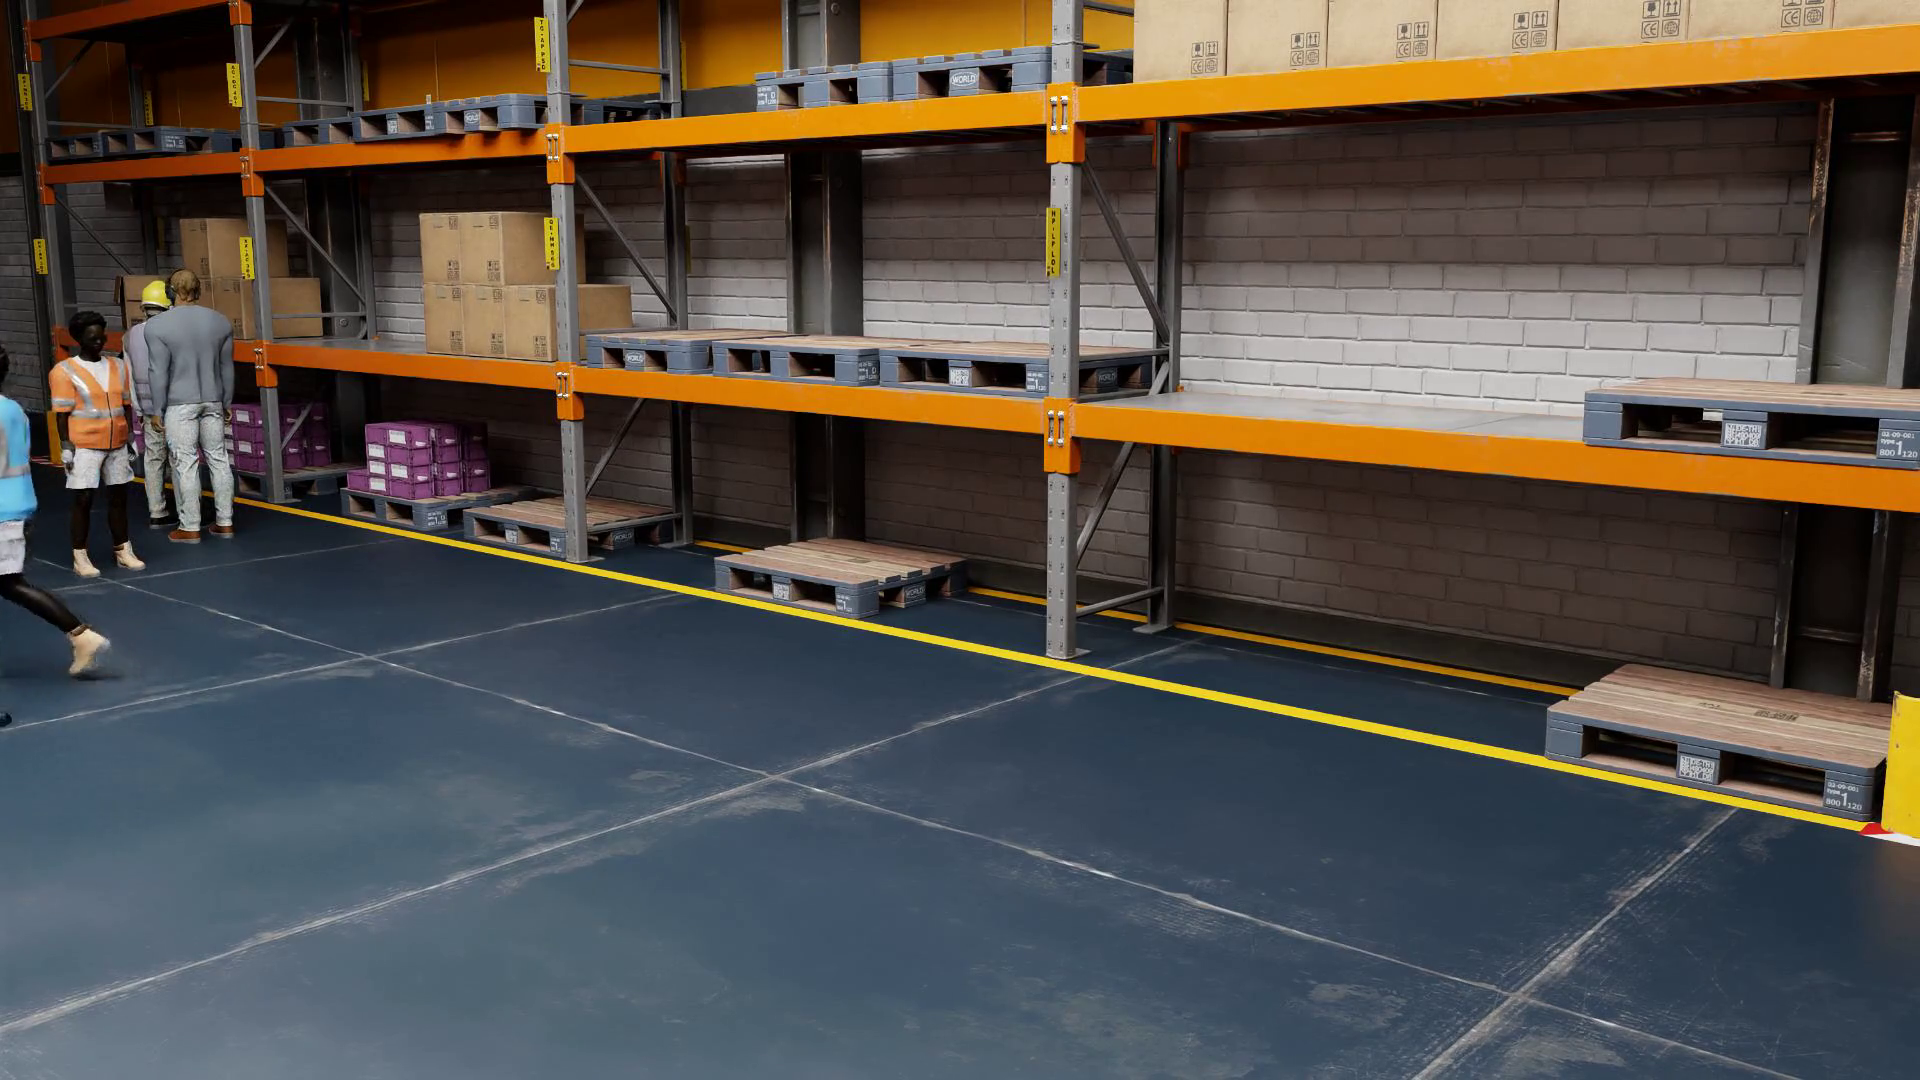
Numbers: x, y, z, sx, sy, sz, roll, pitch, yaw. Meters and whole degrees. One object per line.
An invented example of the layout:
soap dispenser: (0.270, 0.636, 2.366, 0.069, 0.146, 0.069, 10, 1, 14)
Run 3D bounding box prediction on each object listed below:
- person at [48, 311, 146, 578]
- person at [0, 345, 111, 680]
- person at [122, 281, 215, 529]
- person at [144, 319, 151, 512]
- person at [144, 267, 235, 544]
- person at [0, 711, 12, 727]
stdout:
person: (-5.468, -0.603, 10.534, 0.320, 1.687, 0.533, 5, 11, 27)
person: (-4.504, -0.134, 7.899, 0.779, 1.667, 0.534, -2, 10, -12)
person: (-5.829, -0.981, 12.251, 0.601, 1.832, 0.404, 4, 11, 19)
person: (-6.239, -1.020, 13.075, 0.277, 1.629, 0.496, 7, 12, 35)
person: (-5.419, -0.944, 11.746, 0.372, 1.940, 0.630, 7, 12, 35)
person: (-4.646, -0.086, 7.017, 0.949, 1.889, 0.544, 1, 10, 4)
